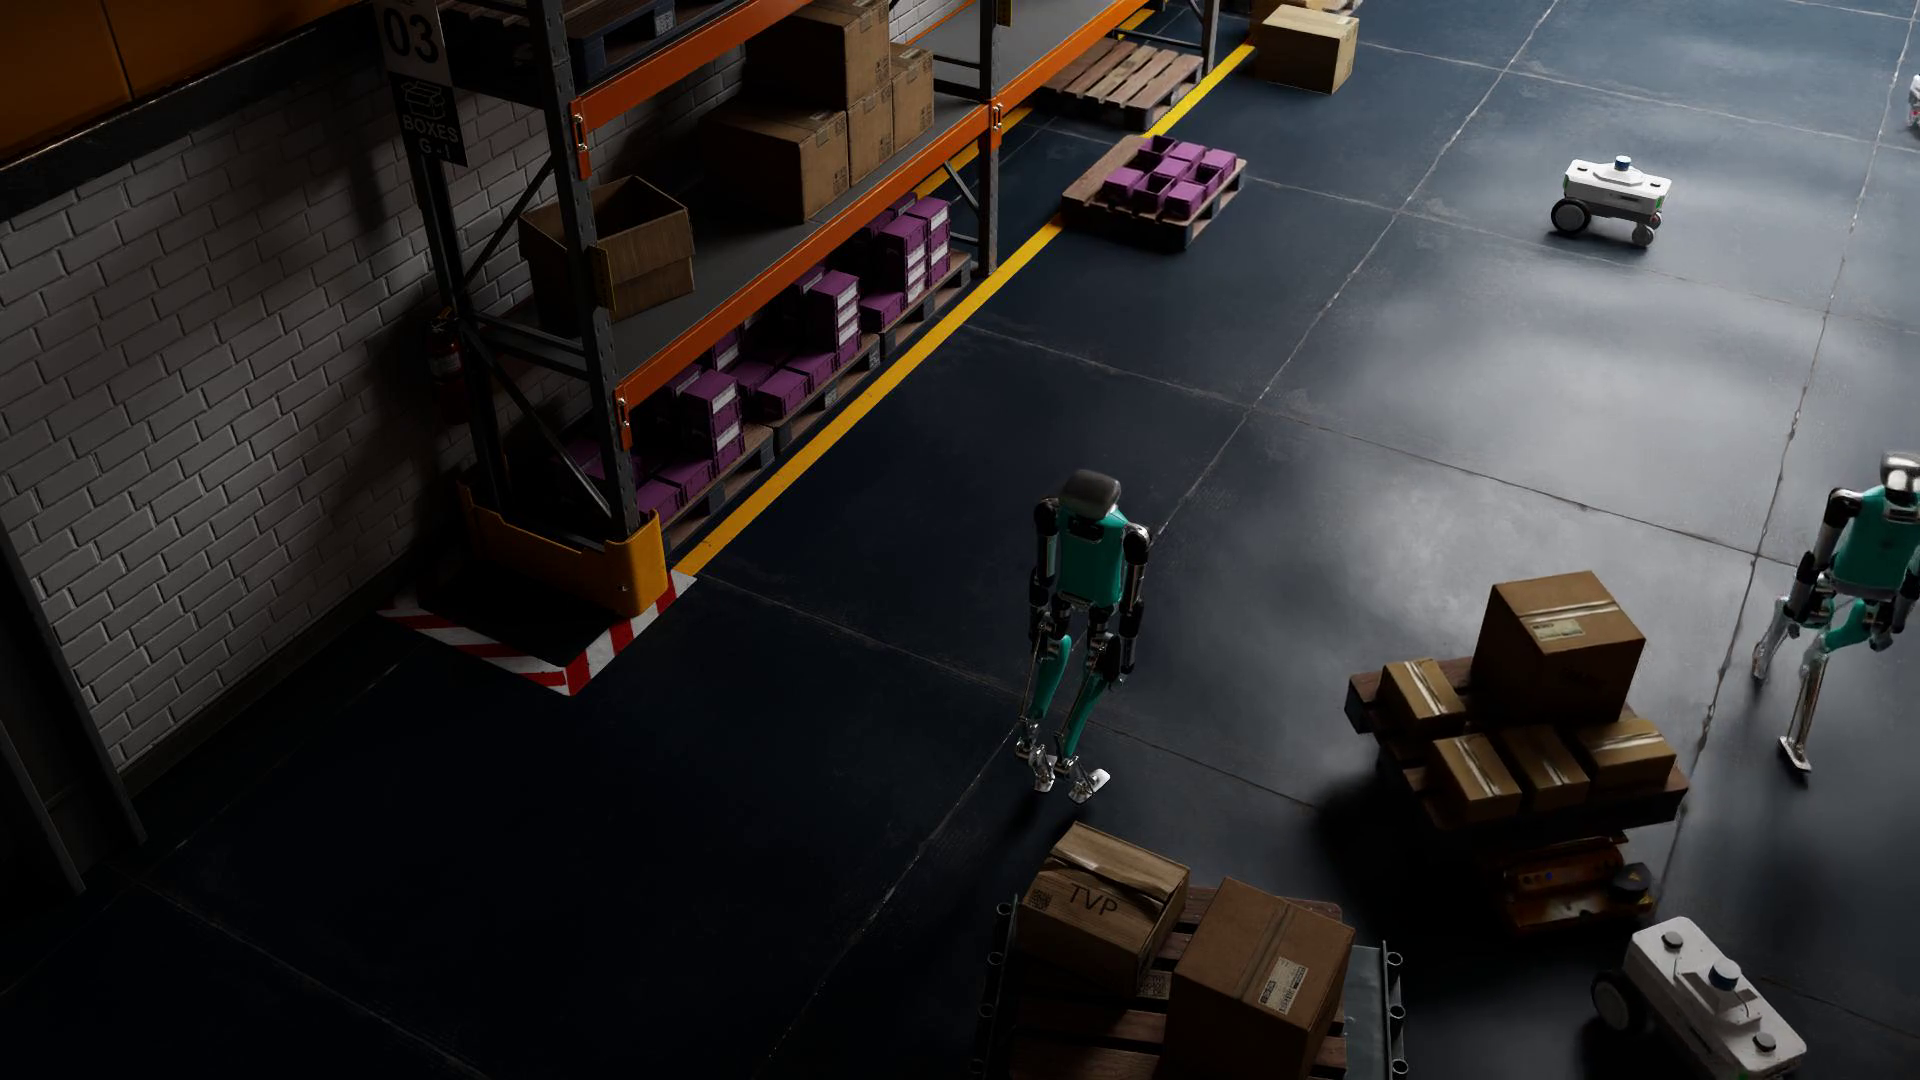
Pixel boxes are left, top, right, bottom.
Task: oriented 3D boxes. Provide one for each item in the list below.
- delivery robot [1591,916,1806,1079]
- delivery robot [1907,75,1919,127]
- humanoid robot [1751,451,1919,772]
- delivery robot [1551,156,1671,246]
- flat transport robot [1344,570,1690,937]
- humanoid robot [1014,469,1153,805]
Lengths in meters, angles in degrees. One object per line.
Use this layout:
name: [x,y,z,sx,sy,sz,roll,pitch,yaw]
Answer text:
delivery robot: [2.961,1.878,6.658,0.499,0.614,0.792,-14,41,-17]
delivery robot: [8.072,-3.561,13.435,0.743,0.585,0.510,-3,39,-4]
humanoid robot: [4.125,0.190,7.839,0.532,1.789,0.971,9,40,11]
delivery robot: [4.761,-2.516,12.113,0.739,0.566,0.499,19,42,22]
flat transport robot: [2.561,1.183,7.741,0.659,0.231,1.431,-8,39,-10]
humanoid robot: [0.449,0.536,7.264,0.533,1.681,0.735,19,42,22]
